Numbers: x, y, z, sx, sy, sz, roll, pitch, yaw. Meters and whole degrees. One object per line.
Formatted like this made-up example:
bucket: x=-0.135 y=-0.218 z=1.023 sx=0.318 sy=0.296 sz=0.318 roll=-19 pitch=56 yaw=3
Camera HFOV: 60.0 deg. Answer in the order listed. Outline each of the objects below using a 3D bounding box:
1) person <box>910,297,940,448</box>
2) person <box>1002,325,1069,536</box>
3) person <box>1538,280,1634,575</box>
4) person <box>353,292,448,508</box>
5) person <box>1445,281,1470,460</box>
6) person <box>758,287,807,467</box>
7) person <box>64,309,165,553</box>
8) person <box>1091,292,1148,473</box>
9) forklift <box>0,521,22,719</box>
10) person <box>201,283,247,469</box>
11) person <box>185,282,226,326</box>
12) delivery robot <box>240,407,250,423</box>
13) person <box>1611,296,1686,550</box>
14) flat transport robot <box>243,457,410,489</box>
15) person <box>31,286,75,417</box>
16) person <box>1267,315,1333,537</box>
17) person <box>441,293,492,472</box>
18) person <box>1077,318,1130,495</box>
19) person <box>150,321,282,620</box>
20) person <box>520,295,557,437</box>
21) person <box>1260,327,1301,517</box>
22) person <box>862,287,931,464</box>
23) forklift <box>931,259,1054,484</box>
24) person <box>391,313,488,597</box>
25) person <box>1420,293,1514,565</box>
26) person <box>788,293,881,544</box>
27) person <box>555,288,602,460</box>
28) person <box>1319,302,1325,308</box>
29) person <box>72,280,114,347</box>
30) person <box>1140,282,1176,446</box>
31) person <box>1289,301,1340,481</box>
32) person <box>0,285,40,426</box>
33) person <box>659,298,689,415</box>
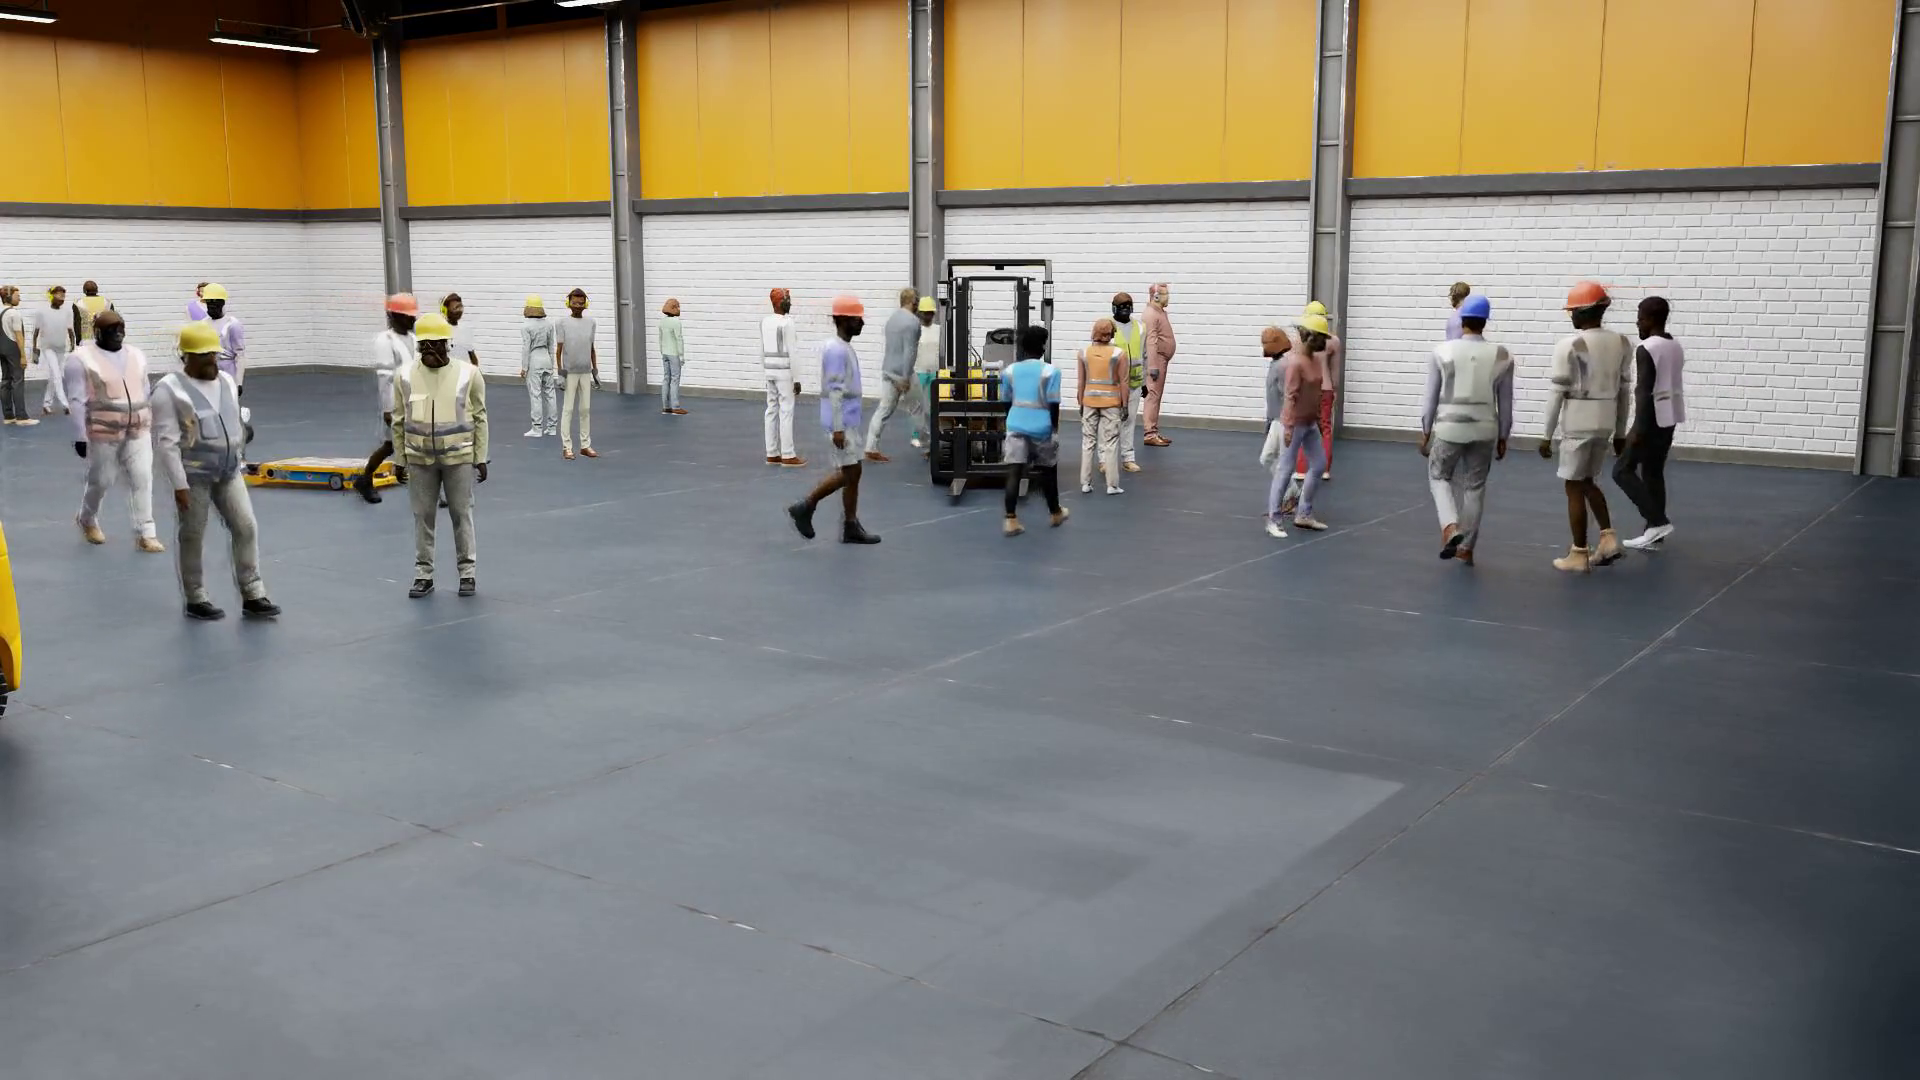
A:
person: x=-0.344 y=-1.914 z=19.143 sx=0.543 sy=1.744 sz=0.661 roll=-7 pitch=12 yaw=-35
person: x=0.590 y=-0.879 z=13.245 sx=0.551 sy=1.644 sz=0.861 roll=5 pitch=11 yaw=28
person: x=4.296 y=-0.768 z=11.466 sx=0.618 sy=2.026 sz=0.400 roll=-4 pitch=10 yaw=-24
person: x=-4.971 y=-1.222 z=14.617 sx=0.908 sy=1.901 sz=0.573 roll=4 pitch=10 yaw=21
person: x=5.449 y=-1.839 z=18.124 sx=0.351 sy=1.936 sz=0.635 roll=7 pitch=12 yaw=35
person: x=-1.874 y=-1.706 z=17.497 sx=0.355 sy=1.883 sz=0.575 roll=-9 pitch=13 yaw=-44
person: x=-6.357 y=-0.819 z=12.445 sx=0.879 sy=1.812 sz=0.634 roll=7 pitch=12 yaw=36
person: x=1.644 y=-1.599 z=16.979 sx=0.634 sy=1.841 sz=0.429 roll=-3 pitch=10 yaw=-20
forklift: x=-5.296 y=-0.090 z=6.943 sx=1.214 sy=2.155 sz=2.313 roll=7 pitch=12 yaw=35
person: x=-7.624 y=-1.673 z=17.157 sx=0.592 sy=1.929 sz=0.354 roll=4 pitch=10 yaw=24
person: x=-11.270 y=-2.937 z=24.930 sx=0.564 sy=1.847 sz=0.360 roll=-7 pitch=12 yaw=-35
delivery robot: x=-8.739 y=-1.435 z=19.549 sx=0.707 sy=0.478 sz=0.477 roll=-5 pitch=11 yaw=-27
person: x=5.141 y=-0.857 z=12.376 sx=0.628 sy=1.898 sz=0.457 roll=-9 pitch=13 yaw=-44
flat transport robot: x=-6.090 y=-0.655 z=16.022 sx=1.431 sy=0.197 sz=0.652 roll=3 pitch=10 yaw=16
person: x=-12.618 y=-2.623 z=23.176 sx=0.926 sy=1.811 sz=0.527 roll=6 pitch=11 yaw=32
person: x=2.688 y=-0.892 z=13.100 sx=0.501 sy=1.743 sz=0.630 roll=7 pitch=12 yaw=35
person: x=-5.107 y=-1.604 z=17.052 sx=0.941 sy=1.822 sz=0.555 roll=7 pitch=12 yaw=34
person: x=1.324 y=-1.230 z=15.408 sx=0.518 sy=1.633 sz=0.310 roll=5 pitch=11 yaw=25
person: x=-4.404 y=-0.387 z=9.882 sx=0.752 sy=1.801 sz=0.609 roll=5 pitch=11 yaw=27
person: x=-5.219 y=-2.146 z=20.528 sx=0.296 sy=1.745 sz=0.485 roll=7 pitch=12 yaw=37
person: x=2.668 y=-0.971 z=13.916 sx=0.358 sy=1.613 sz=0.542 roll=0 pitch=10 yaw=2
person: x=-0.607 y=-1.757 z=17.785 sx=1.038 sy=1.873 sz=0.653 roll=-6 pitch=11 yaw=-34
forklift: x=0.370 y=-1.738 z=16.759 sx=1.214 sy=2.155 sz=2.313 roll=1 pitch=10 yaw=3
person: x=-3.347 y=-0.541 z=10.702 sx=0.602 sy=1.830 sz=0.404 roll=-1 pitch=10 yaw=-6
person: x=3.578 y=-0.768 z=11.753 sx=0.641 sy=1.931 sz=0.483 roll=1 pitch=10 yaw=6
person: x=-0.939 y=-0.904 z=12.605 sx=0.600 sy=1.922 sz=0.566 roll=1 pitch=10 yaw=7
person: x=-4.179 y=-1.816 z=18.209 sx=0.517 sy=1.865 sz=0.327 roll=-8 pitch=12 yaw=-40
person: x=4.081 y=-1.916 z=19.327 sx=0.321 sy=1.690 sz=0.529 roll=2 pitch=10 yaw=10
person: x=-14.102 y=-3.301 z=27.112 sx=0.626 sy=1.846 sz=0.429 roll=-8 pitch=12 yaw=-40
person: x=2.325 y=-2.060 z=19.516 sx=0.410 sy=1.913 sz=0.643 roll=2 pitch=10 yaw=13
person: x=3.466 y=-1.447 z=16.338 sx=0.532 sy=1.774 sz=0.334 roll=-1 pitch=10 yaw=-9
person: x=-12.415 y=-2.406 z=21.786 sx=0.505 sy=1.842 sz=0.347 roll=5 pitch=11 yaw=27
person: x=-4.051 y=-2.584 z=23.463 sx=0.267 sy=1.632 sz=0.509 roll=-9 pitch=13 yaw=-42
